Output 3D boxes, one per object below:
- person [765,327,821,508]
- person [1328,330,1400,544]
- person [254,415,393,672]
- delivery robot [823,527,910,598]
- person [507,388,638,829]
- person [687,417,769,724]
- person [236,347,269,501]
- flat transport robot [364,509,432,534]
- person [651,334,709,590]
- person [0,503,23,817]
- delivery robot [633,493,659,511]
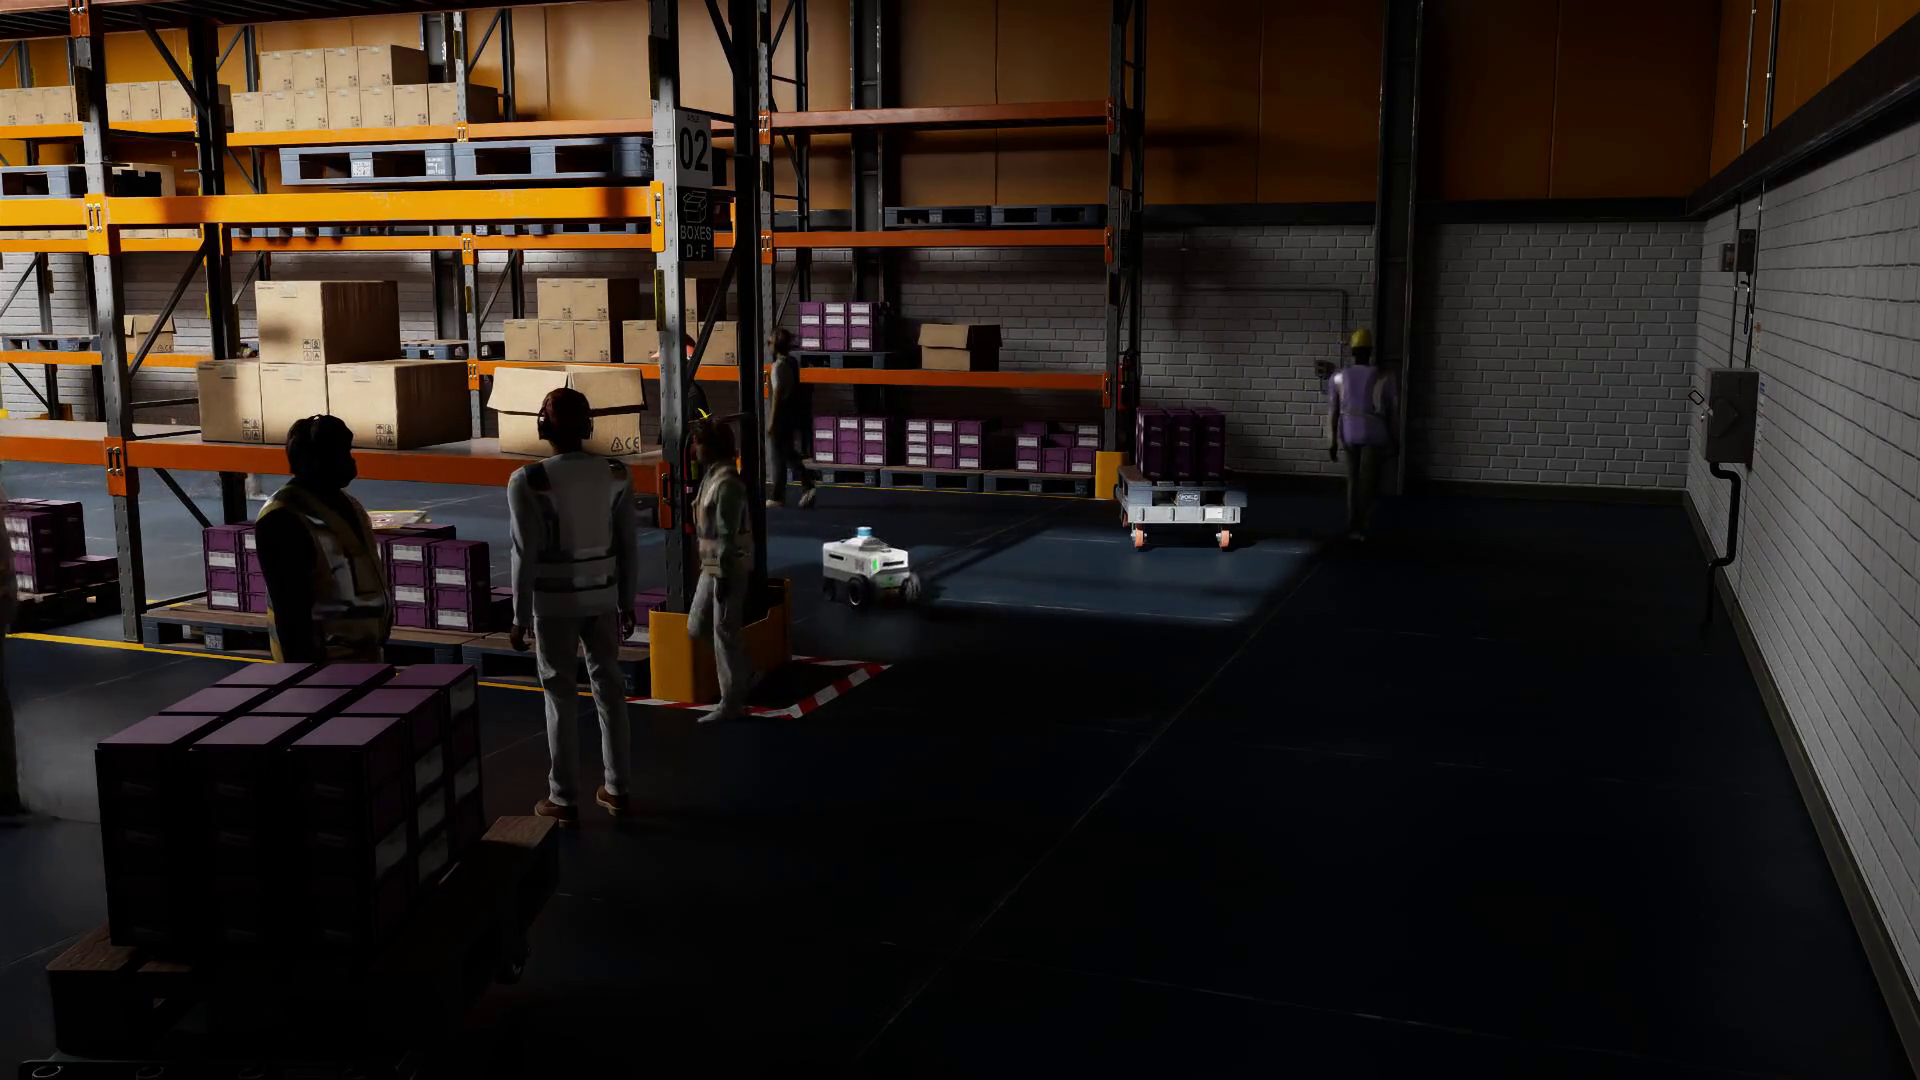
[{"bbox_3d":[-1.760,-1.222,16.781,0.499,1.842,0.535,2,9,15],"label":"person"},{"bbox_3d":[3.566,-0.919,14.743,0.596,1.884,0.952,5,11,31],"label":"person"},{"bbox_3d":[-2.360,0.448,6.272,0.429,1.844,0.624,0,9,1],"label":"person"},{"bbox_3d":[-0.676,0.150,11.872,0.477,0.478,0.707,-7,11,-37],"label":"delivery robot"},{"bbox_3d":[-1.652,0.289,7.136,0.585,1.882,0.337,-7,11,-38],"label":"person"},{"bbox_3d":[-1.251,0.165,8.709,0.372,1.623,0.529,-3,10,-20],"label":"person"},{"bbox_3d":[-7.442,-1.206,17.337,0.454,1.620,0.524,0,9,-2],"label":"person"},{"bbox_3d":[-5.067,-0.090,14.560,0.652,0.197,1.431,-1,9,-9],"label":"flat transport robot"},{"bbox_3d":[-1.818,-0.370,10.927,0.381,1.994,0.617,-1,9,-5],"label":"person"},{"bbox_3d":[-4.281,0.334,7.118,0.439,1.817,0.601,-3,10,-19],"label":"person"},{"bbox_3d":[-3.053,-0.501,15.963,0.477,0.478,0.707,-1,9,-7],"label":"delivery robot"}]
